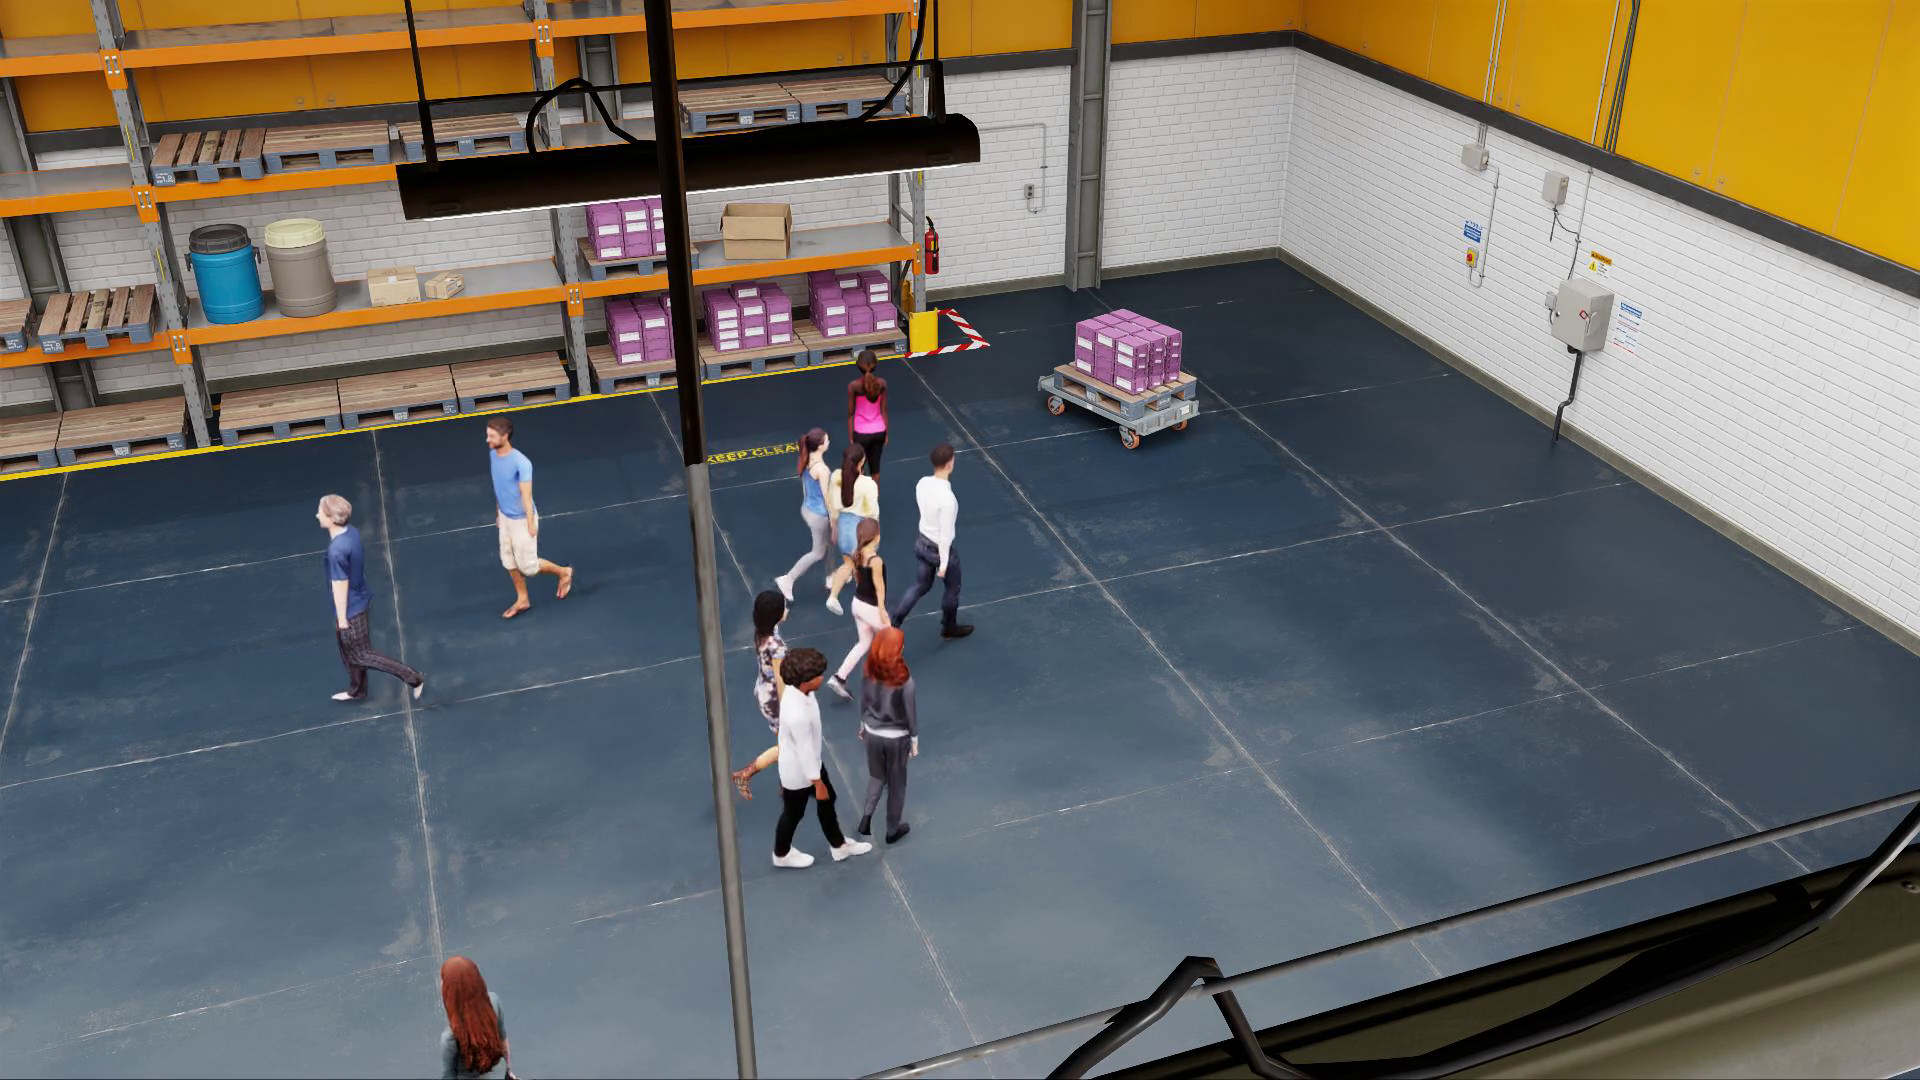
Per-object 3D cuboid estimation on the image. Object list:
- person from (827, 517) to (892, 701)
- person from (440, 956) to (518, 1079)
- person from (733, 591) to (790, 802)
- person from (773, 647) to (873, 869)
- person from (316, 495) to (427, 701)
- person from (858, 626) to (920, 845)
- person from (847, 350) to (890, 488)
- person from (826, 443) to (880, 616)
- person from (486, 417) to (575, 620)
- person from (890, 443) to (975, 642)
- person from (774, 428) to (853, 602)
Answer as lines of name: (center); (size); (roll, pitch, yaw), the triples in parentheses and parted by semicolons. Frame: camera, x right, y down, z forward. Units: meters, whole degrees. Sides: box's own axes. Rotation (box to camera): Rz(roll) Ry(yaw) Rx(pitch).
person: (-0.770, 0.575, 13.103); (0.984, 1.532, 0.755); (-21, 35, -33)
person: (-2.400, 2.917, 8.616); (1.111, 1.717, 1.024); (11, 31, 20)
person: (-1.388, 1.159, 11.839); (0.835, 1.717, 0.611); (-10, 30, -17)
person: (-1.143, 1.499, 11.150); (1.020, 1.781, 0.853); (0, 29, 0)
person: (-4.625, 0.504, 12.904); (1.090, 1.848, 0.813); (-3, 29, -6)
person: (-0.539, 1.399, 11.351); (0.793, 1.765, 0.855); (15, 32, 25)
person: (-0.852, -0.968, 15.745); (0.800, 1.711, 0.685); (-6, 29, -10)
person: (-0.938, -0.020, 14.110); (0.877, 1.613, 0.954); (17, 33, 28)
person: (-3.724, -0.230, 14.246); (0.889, 1.851, 1.023); (23, 36, 36)
person: (-0.273, 0.113, 13.633); (1.198, 1.836, 0.853); (-20, 34, -32)
person: (-1.308, -0.195, 14.459); (1.037, 1.586, 0.678); (-14, 32, -24)
